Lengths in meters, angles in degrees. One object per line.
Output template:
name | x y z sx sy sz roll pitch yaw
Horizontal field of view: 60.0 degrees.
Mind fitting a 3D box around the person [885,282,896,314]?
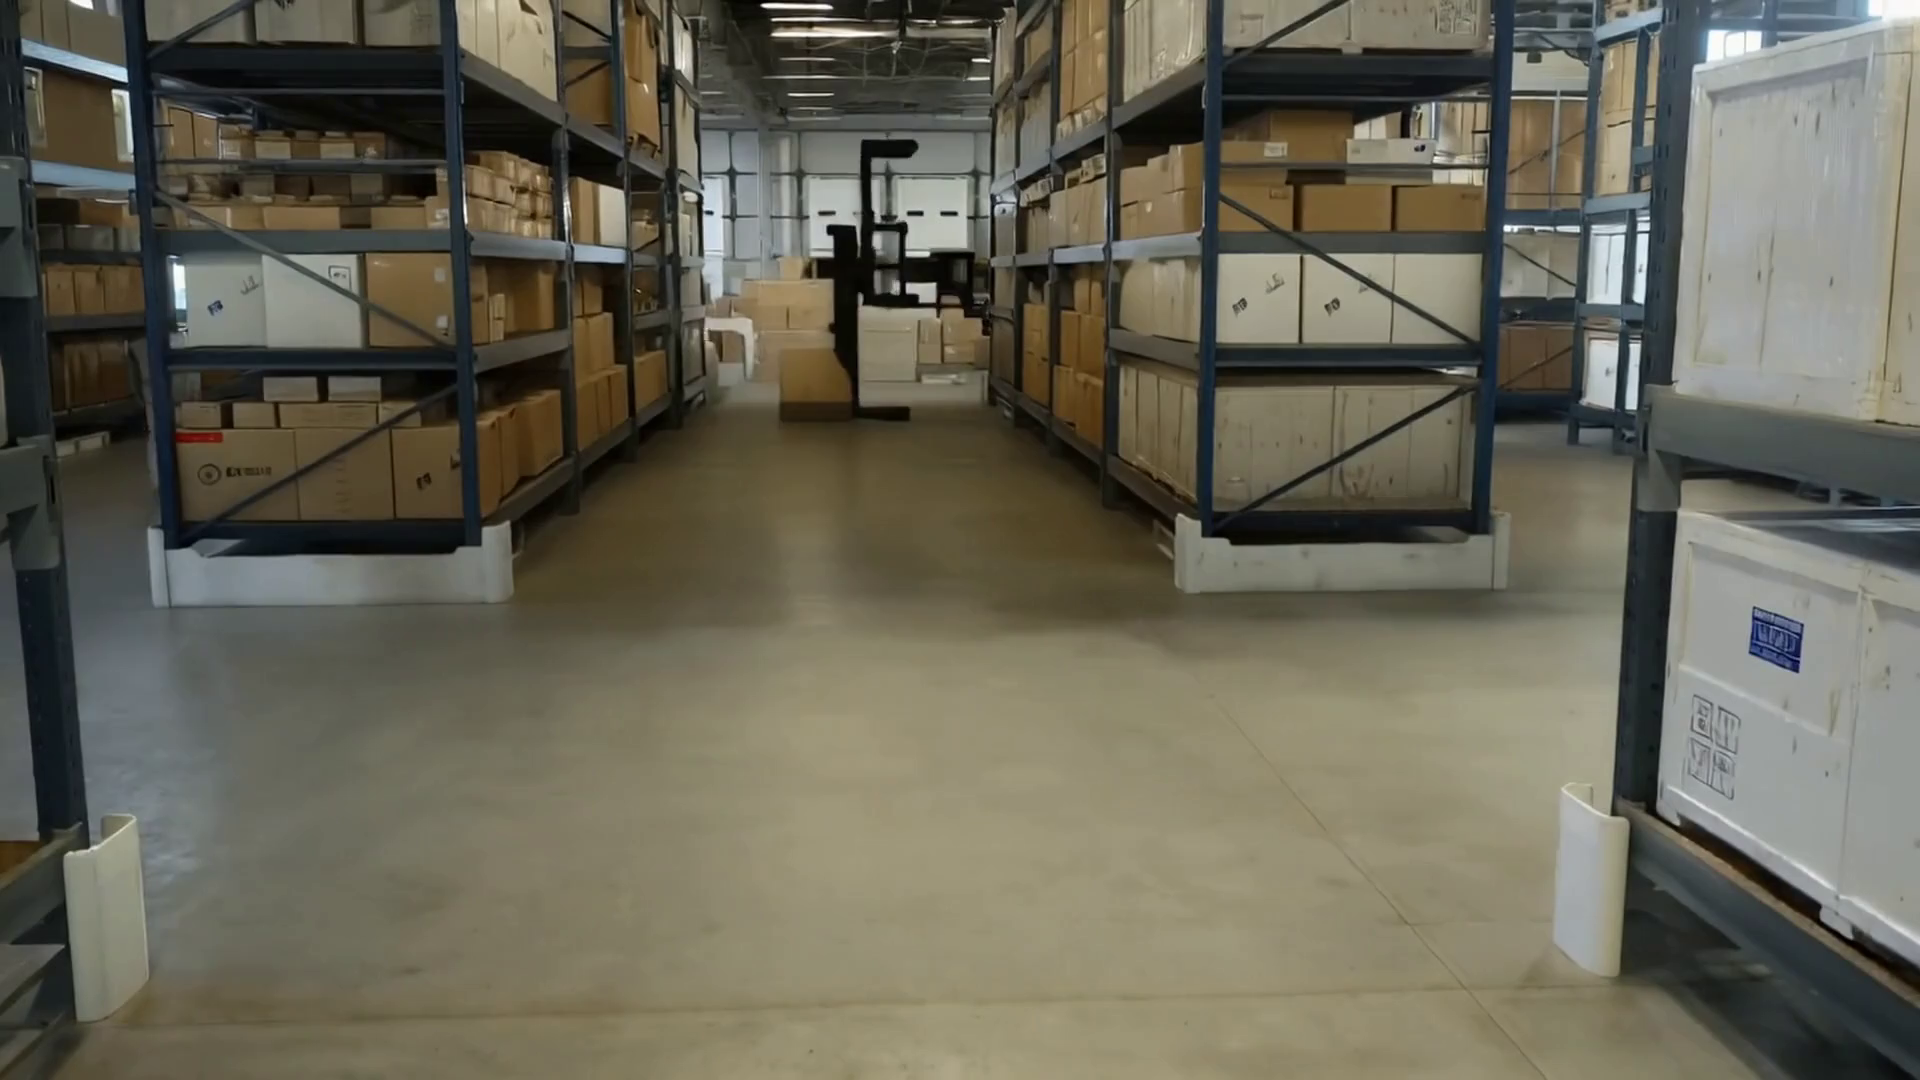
person | -2.062 -7.098 51.870 0.638 1.932 0.363 2 9 10

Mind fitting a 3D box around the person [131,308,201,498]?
person | -7.600 -1.334 16.078 0.666 1.800 0.905 0 9 -1

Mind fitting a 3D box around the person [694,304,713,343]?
person | -4.640 -3.422 29.738 0.559 1.618 0.551 4 10 24

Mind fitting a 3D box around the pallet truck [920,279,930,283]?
pallet truck | -0.932 -8.922 63.114 1.885 1.965 0.823 2 9 13

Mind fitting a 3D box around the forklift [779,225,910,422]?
forklift | -1.670 -3.141 24.053 1.873 2.768 1.129 0 9 -2

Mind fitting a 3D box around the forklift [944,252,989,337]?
forklift | -0.009 -7.506 51.459 1.129 2.768 1.873 -5 10 -30
